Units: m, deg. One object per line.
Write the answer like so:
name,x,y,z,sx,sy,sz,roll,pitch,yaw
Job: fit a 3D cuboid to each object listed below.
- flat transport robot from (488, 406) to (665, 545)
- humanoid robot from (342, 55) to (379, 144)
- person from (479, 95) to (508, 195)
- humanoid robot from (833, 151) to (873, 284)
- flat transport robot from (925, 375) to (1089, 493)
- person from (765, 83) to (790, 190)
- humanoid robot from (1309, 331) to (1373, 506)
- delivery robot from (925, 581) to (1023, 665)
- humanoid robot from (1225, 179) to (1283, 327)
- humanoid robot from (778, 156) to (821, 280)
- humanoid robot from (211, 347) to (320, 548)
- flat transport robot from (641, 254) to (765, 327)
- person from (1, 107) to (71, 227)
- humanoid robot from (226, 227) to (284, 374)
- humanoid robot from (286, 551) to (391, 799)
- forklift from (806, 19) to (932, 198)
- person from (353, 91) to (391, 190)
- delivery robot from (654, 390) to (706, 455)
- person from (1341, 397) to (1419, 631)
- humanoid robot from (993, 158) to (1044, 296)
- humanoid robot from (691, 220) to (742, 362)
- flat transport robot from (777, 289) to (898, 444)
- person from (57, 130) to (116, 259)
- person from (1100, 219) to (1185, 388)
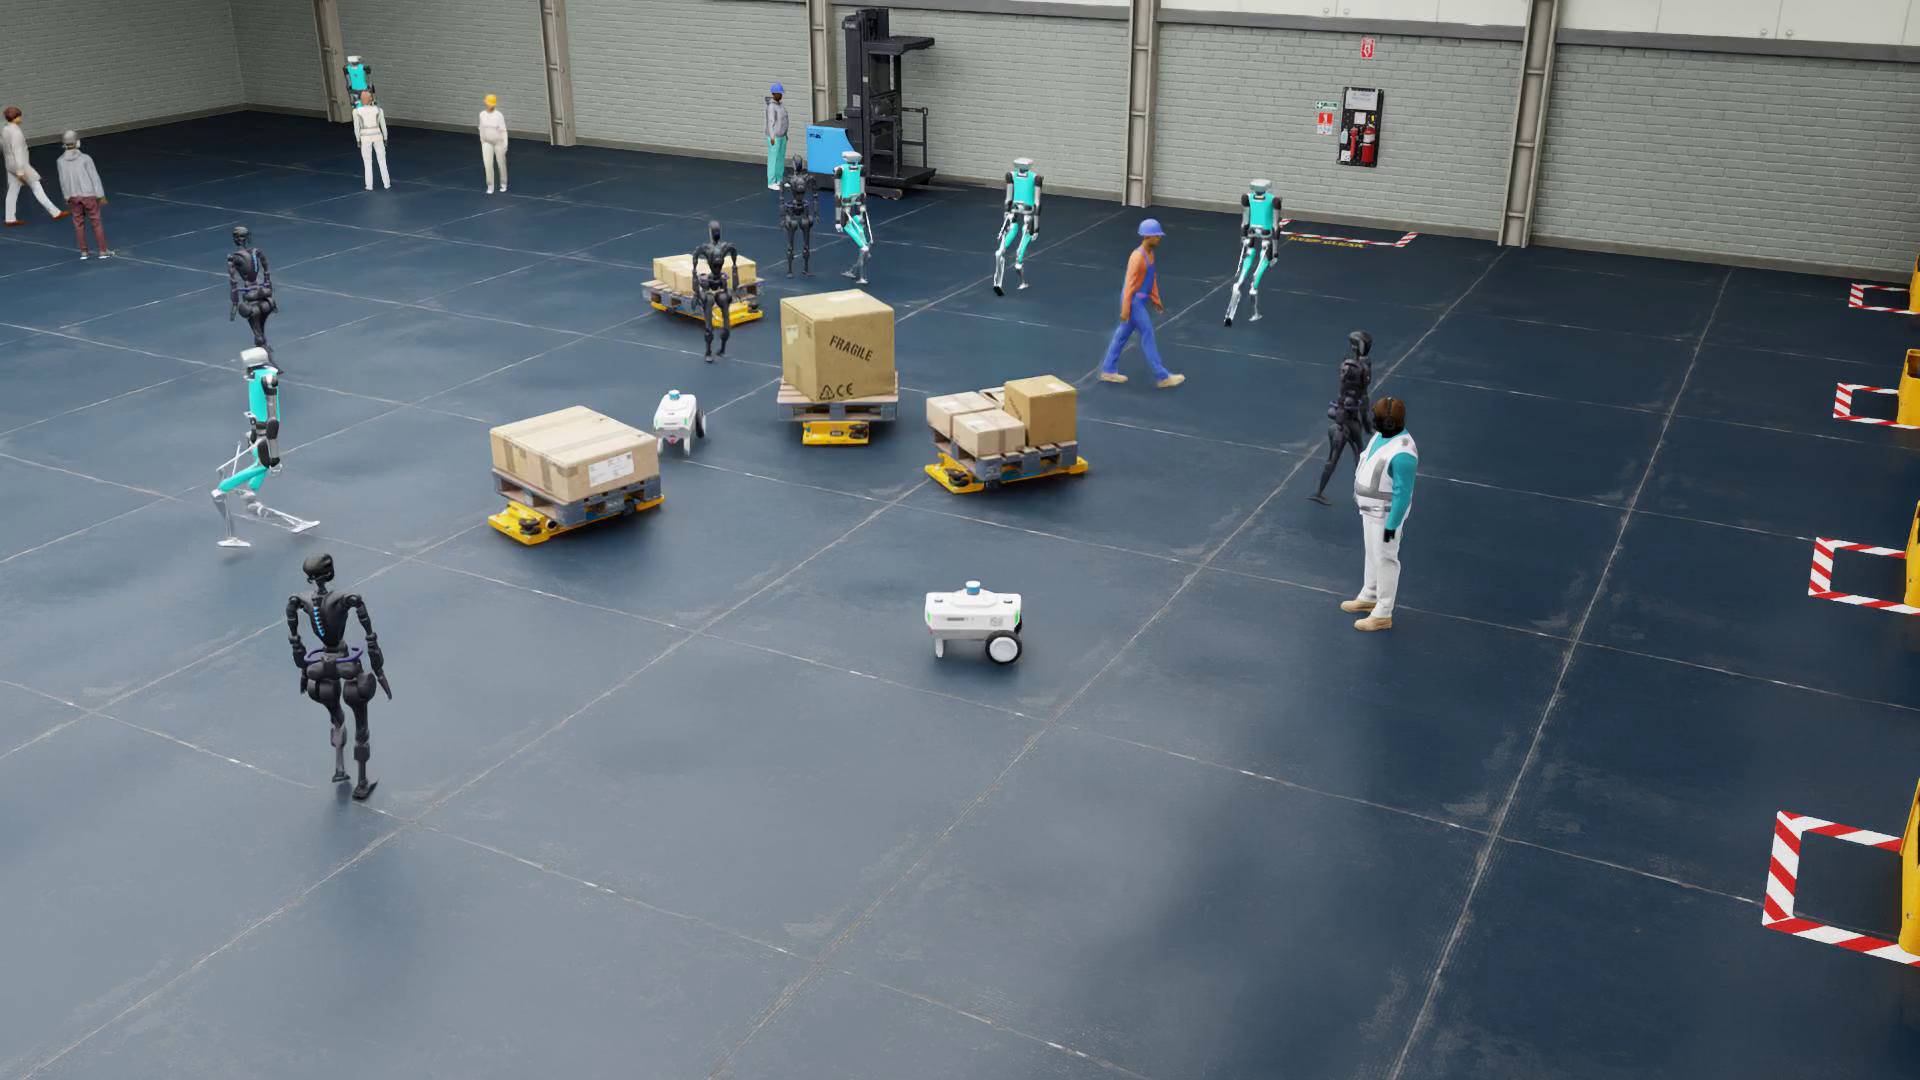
flat transport robot,-3.432,-0.316,14.897,1.431,0.231,0.659,-21,31,-40
humanoid robot,-11.433,-8.456,31.987,0.546,1.728,1.032,1,23,2
person,-7.781,-6.599,27.757,0.490,1.655,0.743,-1,23,-3
humanoid robot,-1.331,-4.278,22.285,0.562,1.776,0.891,-20,30,-39
flat transport robot,0.426,-0.747,15.901,1.431,0.231,0.659,-11,26,-24
person,-3.101,-6.851,28.216,0.368,1.768,0.523,9,25,20
humanoid robot,3.533,-1.060,14.871,0.713,1.630,0.591,17,29,35
delivery robot,0.130,0.599,12.422,0.779,0.608,0.525,1,23,2
humanoid robot,3.551,-3.465,20.474,0.554,1.858,0.813,16,28,33
humanoid robot,-2.201,-4.402,22.640,0.609,1.659,0.338,-10,25,-22
humanoid robot,-6.048,-0.718,14.017,1.047,1.743,0.551,-16,28,-33
flat transport robot,-3.223,-2.971,21.079,1.431,0.231,0.659,20,30,39
person,-14.439,-5.771,25.684,0.527,1.780,0.960,19,30,37
humanoid robot,-7.981,-2.699,18.694,0.697,1.633,0.610,10,25,22
humanoid robot,-3.887,0.832,10.434,0.595,1.646,0.343,1,23,2
forklift,-1.573,-7.292,27.850,1.873,2.768,1.129,12,26,25
person,-9.970,-6.772,28.211,0.523,1.626,0.326,-11,26,-24
delivery robot,-2.830,-1.200,16.598,0.499,0.597,0.779,-1,23,-1
person,3.201,-0.207,12.660,0.431,1.839,0.618,-1,23,-3
humanoid robot,0.675,-4.045,21.758,0.536,1.765,0.985,12,26,25
humanoid robot,-2.808,-2.854,19.048,0.596,1.646,0.349,-11,26,-25
flat transport robot,-1.240,-1.298,17.186,0.659,0.231,1.431,-1,23,-1
person,-12.457,-4.906,23.639,0.571,1.807,0.378,-3,23,-6
person,2.003,-2.578,18.155,0.992,1.850,0.510,7,24,16
